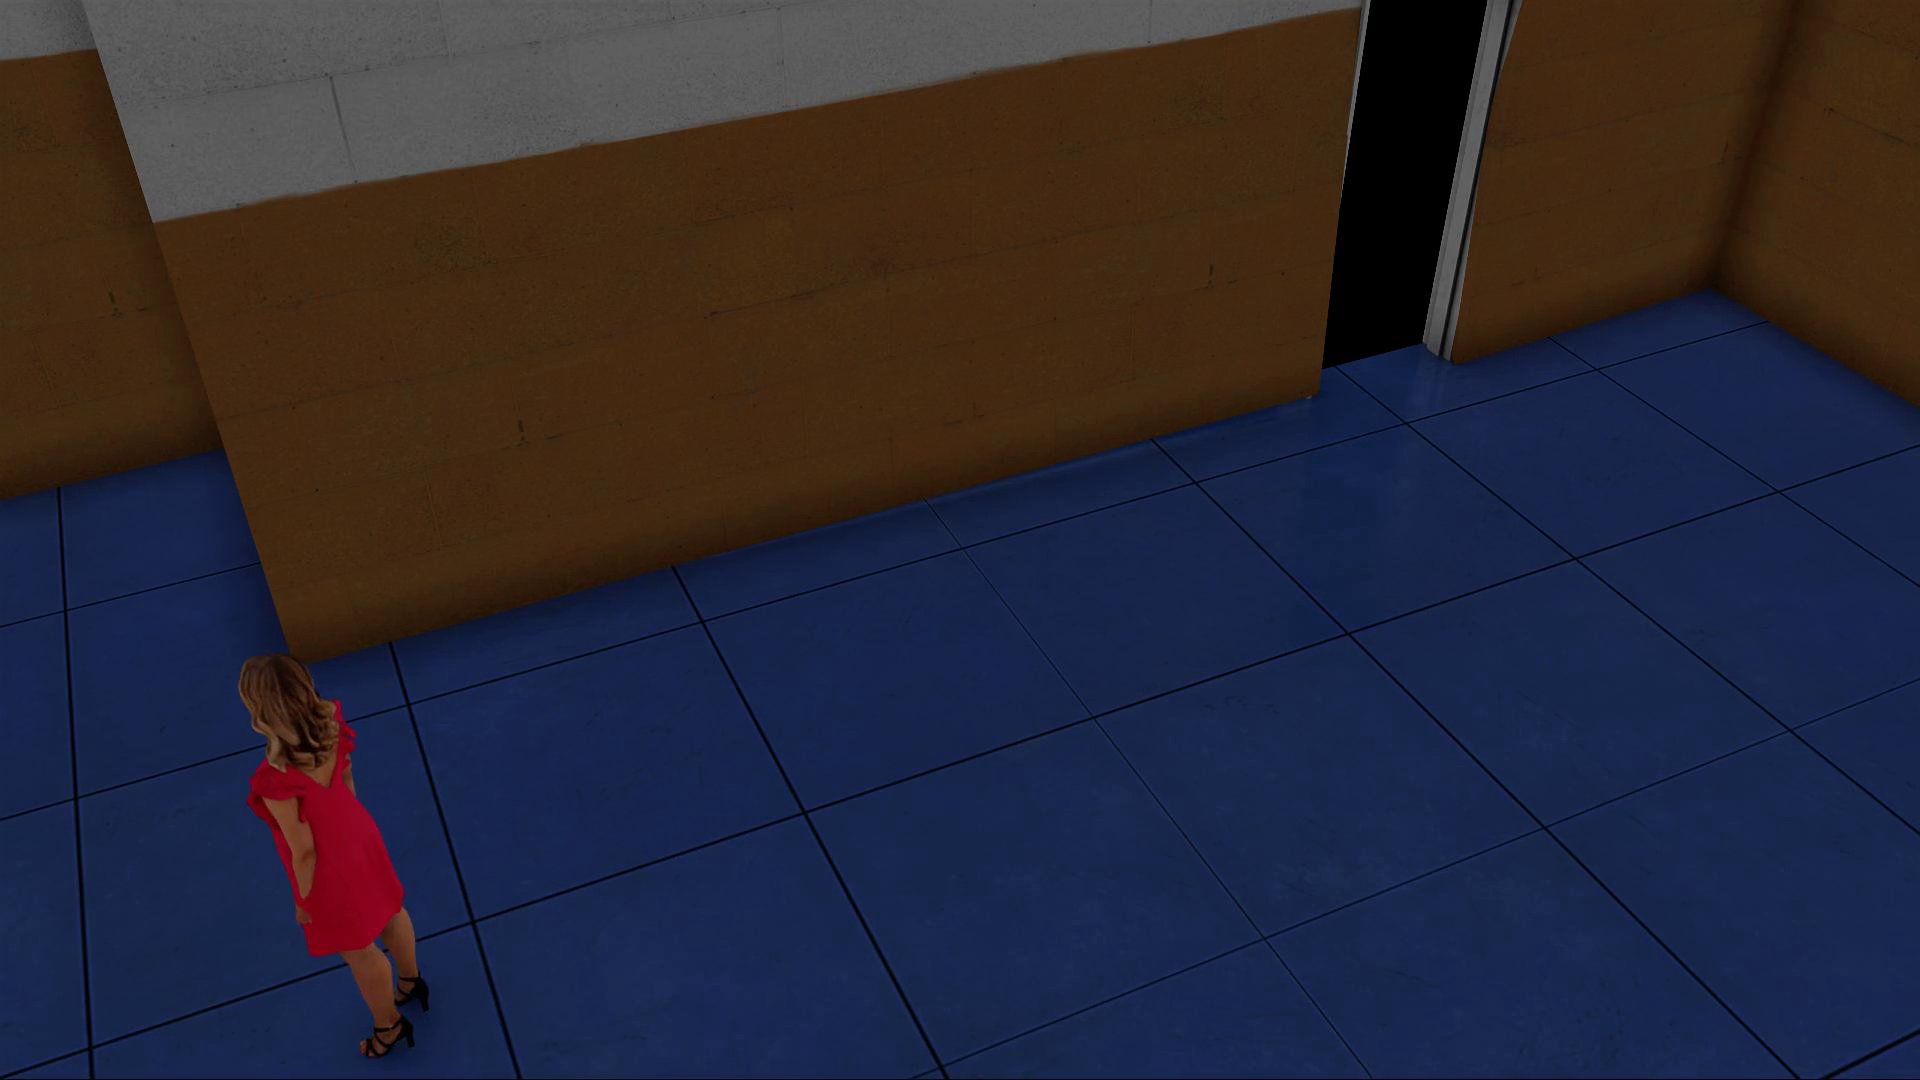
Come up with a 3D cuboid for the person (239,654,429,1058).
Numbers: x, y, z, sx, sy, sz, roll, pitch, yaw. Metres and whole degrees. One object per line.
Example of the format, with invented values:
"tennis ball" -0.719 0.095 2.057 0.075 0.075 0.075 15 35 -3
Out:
"person" -2.011 1.031 5.385 0.724 1.728 0.639 6 37 8
